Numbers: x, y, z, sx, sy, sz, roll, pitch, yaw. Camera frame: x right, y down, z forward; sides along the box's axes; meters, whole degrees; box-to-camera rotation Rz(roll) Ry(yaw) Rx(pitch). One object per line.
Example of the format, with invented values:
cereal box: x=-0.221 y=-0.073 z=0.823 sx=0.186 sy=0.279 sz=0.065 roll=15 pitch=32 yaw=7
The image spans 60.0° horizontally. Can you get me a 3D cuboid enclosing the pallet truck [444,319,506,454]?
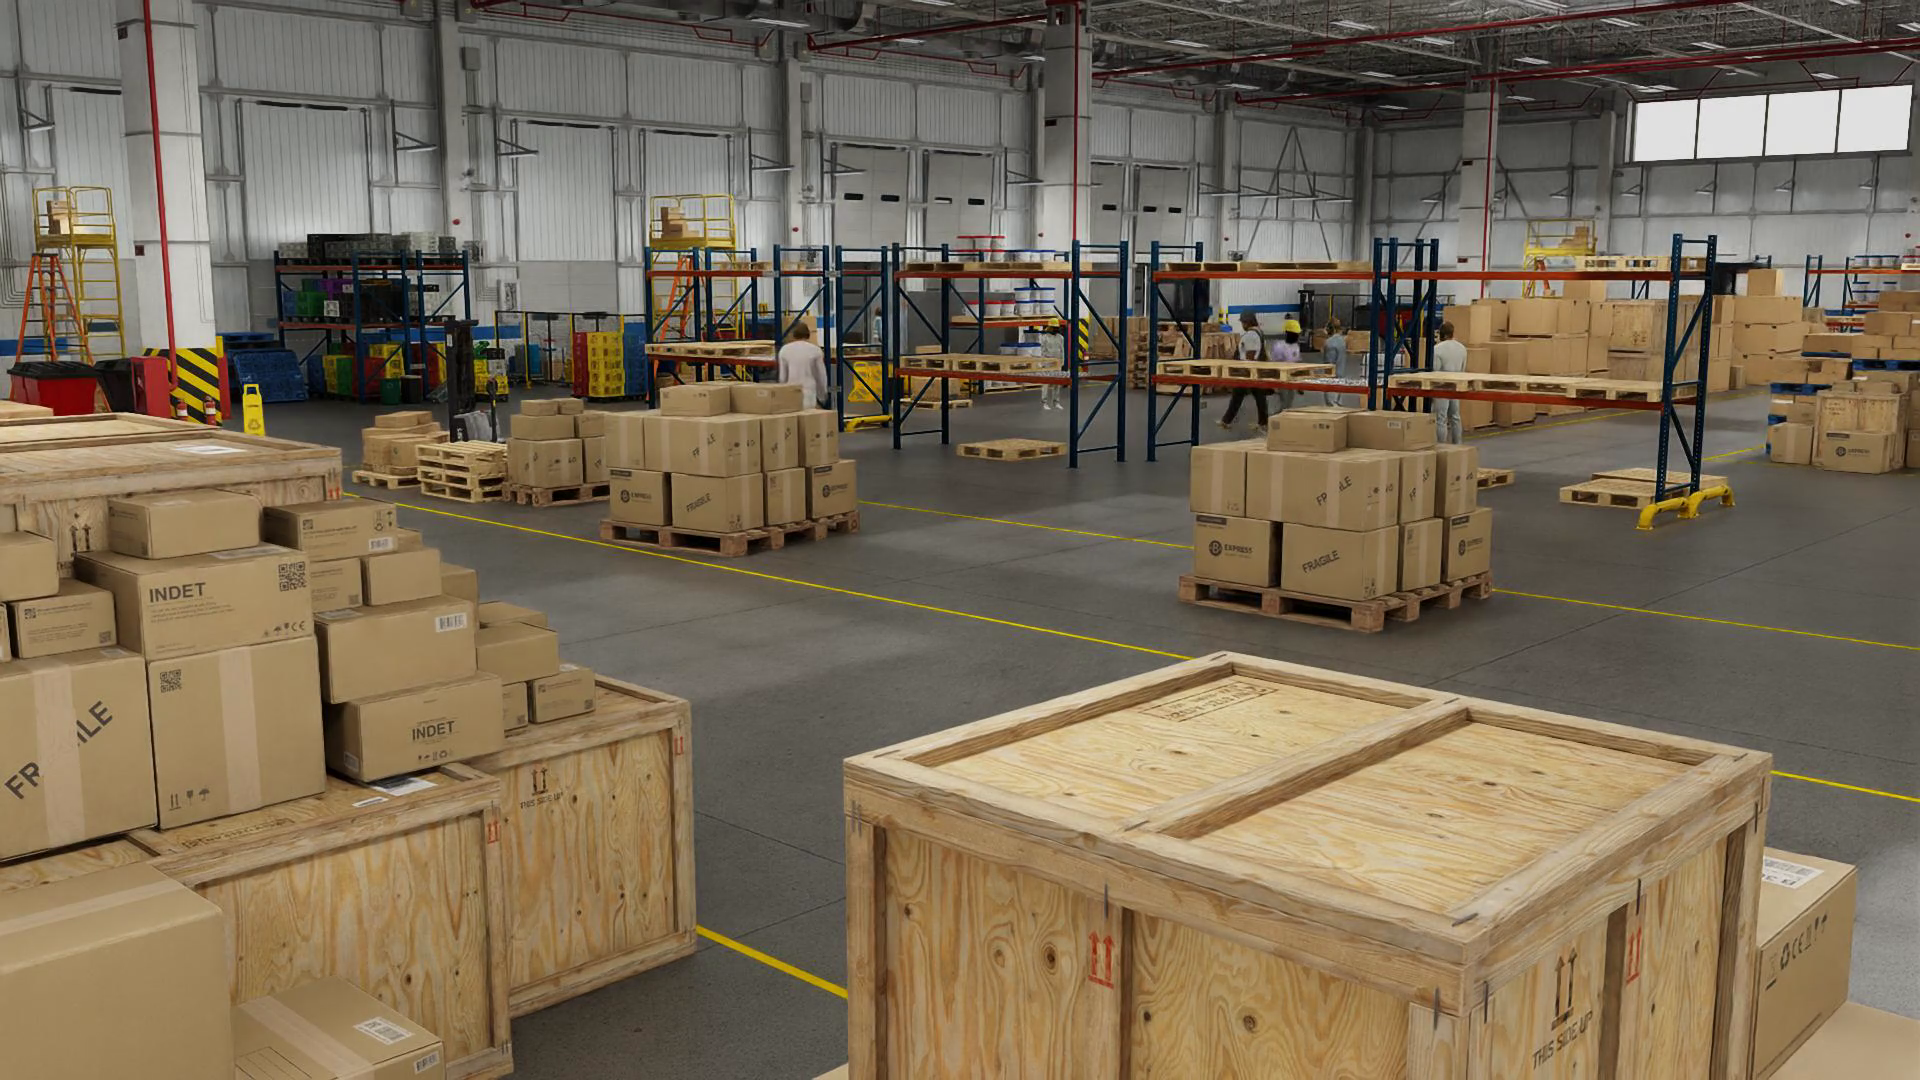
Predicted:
pallet truck: x=-6.981 y=-1.942 z=22.150 sx=1.885 sy=1.965 sz=0.823 roll=1 pitch=9 yaw=9

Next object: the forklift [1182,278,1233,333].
forklift: x=6.651 y=-6.381 z=46.671 sx=1.873 sy=2.768 sz=1.129 roll=9 pitch=13 yaw=43

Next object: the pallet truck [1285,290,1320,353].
pallet truck: x=11.297 y=-6.951 z=52.861 sx=1.885 sy=1.965 sz=0.823 roll=-5 pitch=11 yaw=-29

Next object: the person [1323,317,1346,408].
person: x=5.715 y=-2.444 z=25.454 sx=0.367 sy=1.932 sz=0.623 roll=5 pitch=10 yaw=27

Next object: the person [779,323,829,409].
person: x=-2.166 y=-2.071 z=23.262 sx=0.643 sy=1.898 sz=0.875 roll=2 pitch=10 yaw=14

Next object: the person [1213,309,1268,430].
person: x=4.694 y=-2.840 z=27.527 sx=0.977 sy=2.000 sz=0.691 roll=6 pitch=11 yaw=30

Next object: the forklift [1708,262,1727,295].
forklift: x=20.259 y=-6.061 z=44.709 sx=1.873 sy=2.768 sz=1.129 roll=7 pitch=12 yaw=37

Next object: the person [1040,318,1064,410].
person: x=1.755 y=-3.322 z=31.412 sx=0.483 sy=1.740 sz=0.319 roll=-4 pitch=10 yaw=-24

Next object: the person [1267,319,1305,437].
person: x=4.952 y=-2.384 z=25.141 sx=0.447 sy=1.904 sz=0.624 roll=9 pitch=13 yaw=42

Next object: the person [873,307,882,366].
person: x=-2.166 y=-5.389 z=44.413 sx=0.320 sy=1.631 sz=0.525 roll=-1 pitch=9 yaw=-6

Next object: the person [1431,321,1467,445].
person: x=6.780 y=-2.074 z=23.189 sx=0.624 sy=1.931 sz=0.377 roll=-5 pitch=11 yaw=-30
